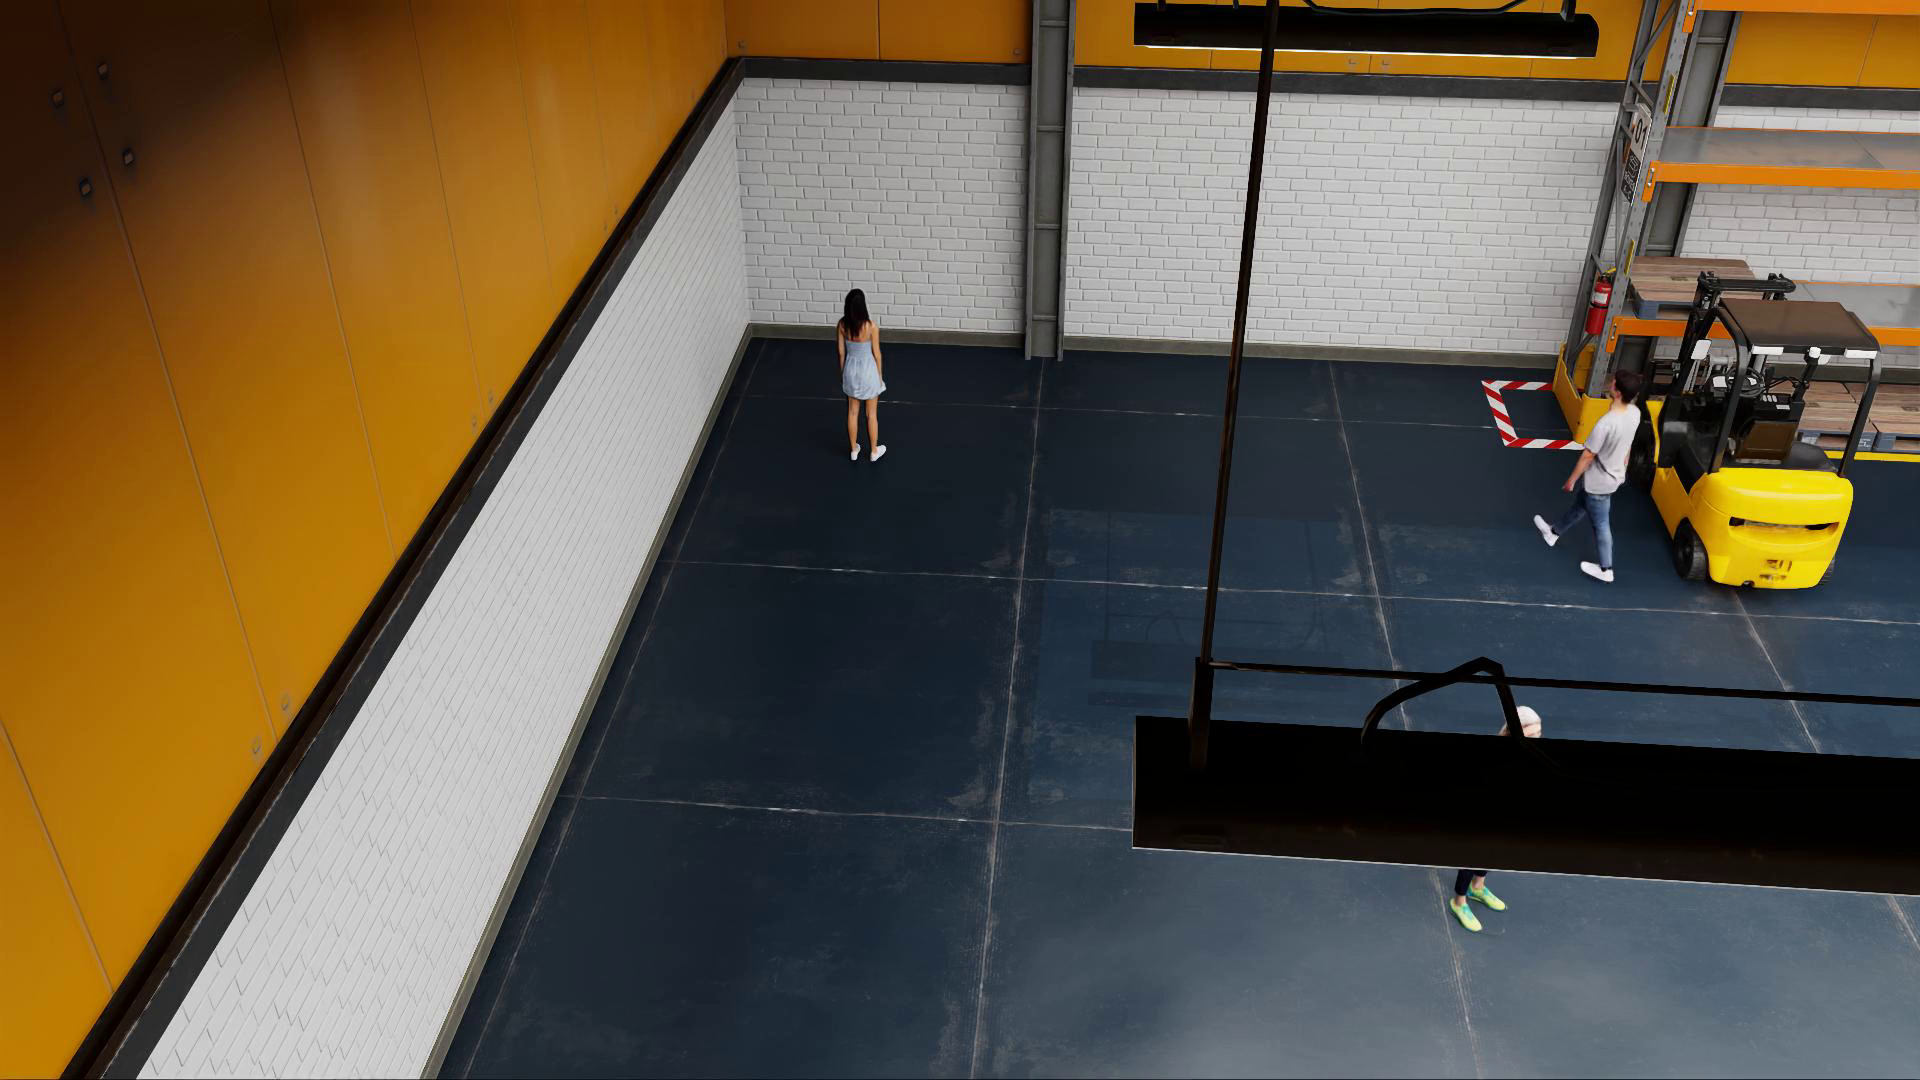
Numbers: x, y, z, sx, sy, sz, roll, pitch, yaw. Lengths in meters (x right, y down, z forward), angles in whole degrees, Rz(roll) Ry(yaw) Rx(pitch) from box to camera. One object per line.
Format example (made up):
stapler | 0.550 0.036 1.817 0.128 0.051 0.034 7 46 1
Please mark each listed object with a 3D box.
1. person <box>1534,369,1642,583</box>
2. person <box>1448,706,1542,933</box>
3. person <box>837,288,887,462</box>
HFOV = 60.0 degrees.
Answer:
person | 5.379 -0.485 13.733 1.143 1.847 1.200 -25 41 -33
person | 3.414 1.724 10.541 0.685 1.700 0.740 -26 42 -34
person | -0.928 -1.529 15.410 0.512 1.729 0.679 8 34 12
